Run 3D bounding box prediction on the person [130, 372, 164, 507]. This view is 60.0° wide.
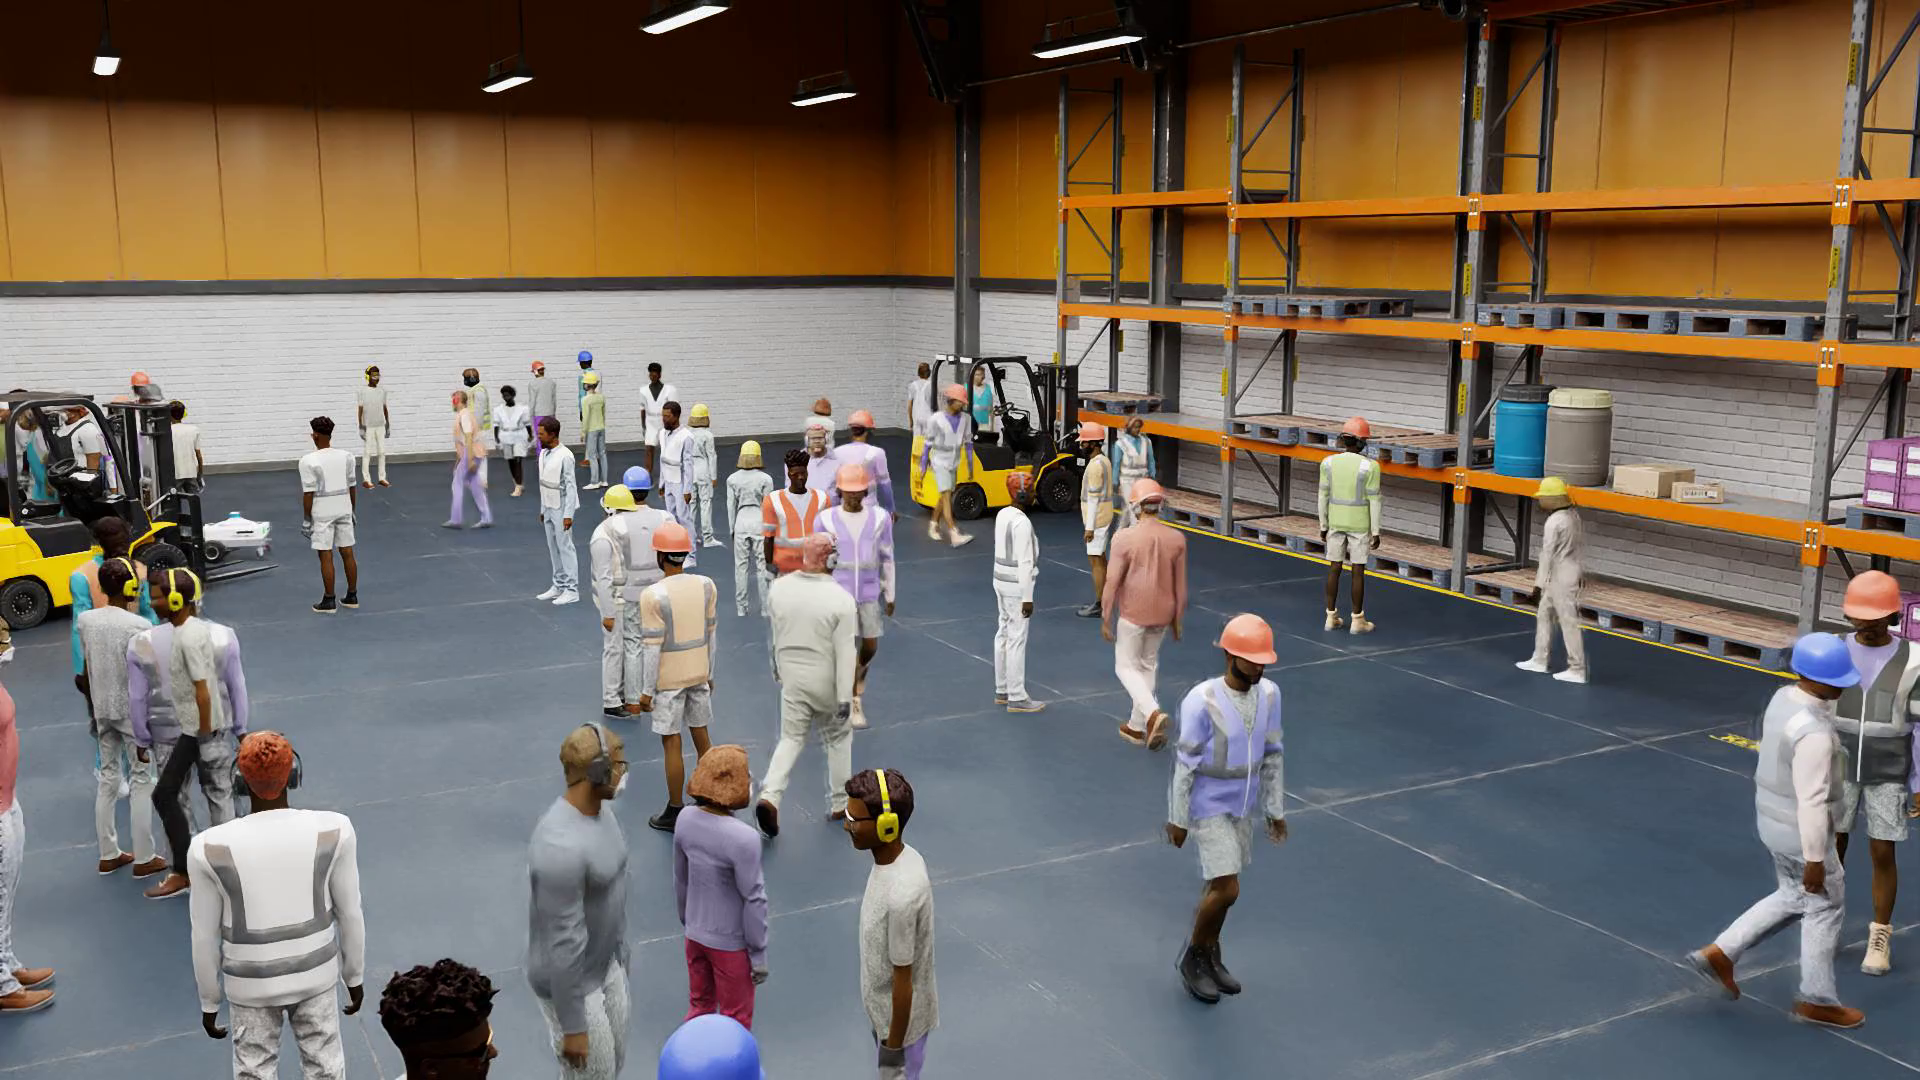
[{"bbox_3d":[-11.190,-1.339,22.859,0.351,1.942,0.545,9,13,42],"label":"person"}]

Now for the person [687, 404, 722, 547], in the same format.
[{"bbox_3d":[-3.150,-0.786,20.246,0.493,1.743,0.295,5,11,28],"label":"person"}]

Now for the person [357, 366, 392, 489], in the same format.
[{"bbox_3d":[-8.895,-1.713,25.261,0.323,1.860,0.519,9,13,41],"label":"person"}]

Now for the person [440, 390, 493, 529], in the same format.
[{"bbox_3d":[-6.426,-1.026,21.493,0.733,1.792,0.658,-1,10,-5],"label":"person"}]

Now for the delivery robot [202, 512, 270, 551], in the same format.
[{"bbox_3d":[-8.415,-0.081,19.331,0.707,0.478,0.477,-3,10,-15],"label":"delivery robot"}]

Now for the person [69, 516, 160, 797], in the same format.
[{"bbox_3d":[-5.483,0.769,10.831,0.419,1.901,0.690,2,10,11],"label":"person"}]

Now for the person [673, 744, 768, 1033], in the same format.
[{"bbox_3d":[-0.953,1.620,6.709,0.501,1.631,0.287,9,13,42],"label":"person"}]

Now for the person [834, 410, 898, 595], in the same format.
[{"bbox_3d":[-1.018,-0.326,16.945,0.613,1.986,1.098,6,12,33],"label":"person"}]

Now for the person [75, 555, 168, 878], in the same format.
[{"bbox_3d":[-4.804,1.015,9.553,0.512,1.861,0.320,2,10,13],"label":"person"}]

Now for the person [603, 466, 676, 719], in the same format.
[{"bbox_3d":[-2.453,0.403,12.811,0.615,1.945,0.404,-6,11,-30],"label":"person"}]

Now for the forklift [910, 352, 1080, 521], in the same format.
[{"bbox_3d":[0.460,-1.461,22.833,2.313,2.155,1.214,-5,11,-28],"label":"forklift"}]

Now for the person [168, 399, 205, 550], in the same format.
[{"bbox_3d":[-9.111,-0.712,19.452,0.515,1.873,0.329,-9,13,-42],"label":"person"}]

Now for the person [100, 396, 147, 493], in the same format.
[{"bbox_3d":[-9.565,-0.687,19.114,0.358,1.938,0.542,3,10,15],"label":"person"}]

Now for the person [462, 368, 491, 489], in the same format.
[{"bbox_3d":[-7.344,-1.695,25.242,0.429,1.830,0.643,-5,11,-25],"label":"person"}]

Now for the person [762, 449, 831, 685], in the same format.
[{"bbox_3d":[-1.347,0.212,13.852,0.607,1.966,0.373,-4,11,-23],"label":"person"}]

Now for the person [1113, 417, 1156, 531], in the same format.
[{"bbox_3d":[2.099,-0.721,20.278,0.513,1.601,0.863,-5,11,-28],"label":"person"}]

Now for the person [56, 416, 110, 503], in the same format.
[{"bbox_3d":[-9.981,-0.604,18.935,0.587,1.835,0.403,-3,10,-17],"label":"person"}]

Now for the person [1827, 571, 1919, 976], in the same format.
[{"bbox_3d":[4.497,1.148,8.309,0.612,2.029,0.410,7,12,36],"label":"person"}]

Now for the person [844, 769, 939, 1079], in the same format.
[{"bbox_3d":[-0.240,1.683,5.711,0.332,1.858,0.505,-1,10,-6],"label":"person"}]

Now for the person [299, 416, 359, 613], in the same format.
[{"bbox_3d":[-6.274,-0.255,16.543,0.371,1.966,0.608,7,12,35],"label":"person"}]

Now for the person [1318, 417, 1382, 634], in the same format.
[{"bbox_3d":[3.684,-0.140,15.662,0.615,2.041,0.385,8,13,39],"label":"person"}]

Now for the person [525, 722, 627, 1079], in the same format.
[{"bbox_3d":[-1.390,1.608,5.995,0.564,1.921,0.744,1,10,3],"label":"person"}]

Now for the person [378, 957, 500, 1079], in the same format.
[{"bbox_3d":[-1.222,1.931,3.956,0.361,1.964,0.616,-4,10,-20],"label":"person"}]

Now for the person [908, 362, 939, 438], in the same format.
[{"bbox_3d":[-0.571,-1.872,26.204,0.505,1.845,0.345,4,10,20],"label":"person"}]

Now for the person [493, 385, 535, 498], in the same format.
[{"bbox_3d":[-6.563,-1.484,24.518,0.565,1.653,0.808,0,10,-1],"label":"person"}]

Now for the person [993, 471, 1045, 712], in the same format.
[{"bbox_3d":[0.443,0.399,13.022,0.359,1.882,0.575,-3,10,-17],"label":"person"}]

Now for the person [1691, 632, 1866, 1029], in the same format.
[{"bbox_3d":[3.851,1.326,7.624,0.676,1.902,0.628,2,10,9],"label":"person"}]

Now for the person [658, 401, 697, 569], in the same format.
[{"bbox_3d":[-3.195,-0.628,18.871,0.389,1.912,0.591,-8,13,-38],"label":"person"}]

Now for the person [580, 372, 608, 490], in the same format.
[{"bbox_3d":[-5.537,-1.643,25.103,0.305,1.772,0.524,5,11,26],"label":"person"}]

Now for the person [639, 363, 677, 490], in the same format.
[{"bbox_3d":[-4.556,-1.713,25.086,0.617,1.907,0.976,1,10,5],"label":"person"}]

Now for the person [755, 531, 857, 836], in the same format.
[{"bbox_3d":[-0.933,0.886,10.256,0.646,1.877,0.857,5,11,25],"label":"person"}]

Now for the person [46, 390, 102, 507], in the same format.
[{"bbox_3d":[-9.985,-0.672,18.730,0.684,2.000,0.538,7,12,33],"label":"person"}]

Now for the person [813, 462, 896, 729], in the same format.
[{"bbox_3d":[-0.816,0.383,12.736,0.638,2.017,0.801,-2,10,-12],"label":"person"}]

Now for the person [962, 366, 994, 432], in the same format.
[{"bbox_3d":[0.258,-1.786,25.747,0.587,1.832,0.439,-2,10,-14],"label":"person"}]

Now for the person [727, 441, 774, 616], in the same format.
[{"bbox_3d":[-2.039,-0.111,16.381,0.484,1.737,0.308,2,10,11],"label":"person"}]

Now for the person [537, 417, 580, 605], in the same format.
[{"bbox_3d":[-4.101,-0.307,16.988,0.371,1.915,0.597,-8,13,-39],"label":"person"}]

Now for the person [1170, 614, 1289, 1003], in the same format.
[{"bbox_3d":[1.282,1.273,7.926,0.551,1.909,0.527,-7,12,-36],"label":"person"}]

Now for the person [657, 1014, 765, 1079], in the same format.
[{"bbox_3d":[-0.547,1.989,3.680,0.605,1.947,0.405,1,10,7],"label":"person"}]

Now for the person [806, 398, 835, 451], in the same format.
[{"bbox_3d":[-1.906,-1.156,22.811,0.500,1.592,0.853,6,11,29],"label":"person"}]

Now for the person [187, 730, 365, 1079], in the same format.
[{"bbox_3d":[-2.463,1.615,6.049,0.579,1.878,0.354,-5,11,-27],"label":"person"}]

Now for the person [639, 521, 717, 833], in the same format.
[{"bbox_3d":[-1.752,0.844,10.295,0.365,1.939,0.542,10,14,44],"label":"person"}]

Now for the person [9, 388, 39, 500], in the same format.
[{"bbox_3d":[-11.110,-0.827,19.839,0.362,1.963,0.613,-3,10,-17],"label":"person"}]

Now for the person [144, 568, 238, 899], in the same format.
[{"bbox_3d":[-4.358,1.066,9.278,0.680,1.845,0.529,-3,10,-18],"label":"person"}]

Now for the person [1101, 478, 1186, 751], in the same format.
[{"bbox_3d":[1.359,0.556,11.896,0.662,1.958,0.744,-4,11,-21],"label":"person"}]

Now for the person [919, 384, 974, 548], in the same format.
[{"bbox_3d":[-0.151,-0.910,20.255,0.644,1.975,1.067,-7,12,-34],"label":"person"}]

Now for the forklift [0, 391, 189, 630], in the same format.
[{"bbox_3d":[-9.026,-0.363,16.508,1.214,2.155,2.313,6,11,29],"label":"forklift"}]

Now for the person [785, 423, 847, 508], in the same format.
[{"bbox_3d":[-1.406,-0.202,16.409,0.642,1.910,0.401,-2,10,-12],"label":"person"}]

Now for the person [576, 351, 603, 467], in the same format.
[{"bbox_3d":[-6.190,-2.192,27.788,0.416,1.939,0.604,4,10,20],"label":"person"}]

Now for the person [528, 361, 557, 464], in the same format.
[{"bbox_3d":[-7.079,-2.156,28.127,0.337,1.743,0.563,8,13,39],"label":"person"}]

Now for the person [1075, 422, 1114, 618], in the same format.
[{"bbox_3d":[1.311,-0.198,16.344,0.392,1.929,0.539,2,10,12],"label":"person"}]

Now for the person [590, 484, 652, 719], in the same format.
[{"bbox_3d":[-2.620,0.472,12.800,0.403,1.817,0.601,1,10,7],"label":"person"}]

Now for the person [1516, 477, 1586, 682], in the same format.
[{"bbox_3d":[4.955,0.323,13.935,0.724,1.703,0.501,6,12,33],"label":"person"}]

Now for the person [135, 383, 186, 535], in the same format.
[{"bbox_3d":[-10.054,-0.982,20.517,0.985,2.000,0.689,5,11,28],"label":"person"}]

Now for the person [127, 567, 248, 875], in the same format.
[{"bbox_3d":[-4.329,1.059,9.364,0.601,1.831,0.404,-5,11,-24],"label":"person"}]

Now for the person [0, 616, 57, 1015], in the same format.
[{"bbox_3d":[-4.564,1.275,7.856,0.406,1.931,0.630,-4,11,-21],"label":"person"}]
